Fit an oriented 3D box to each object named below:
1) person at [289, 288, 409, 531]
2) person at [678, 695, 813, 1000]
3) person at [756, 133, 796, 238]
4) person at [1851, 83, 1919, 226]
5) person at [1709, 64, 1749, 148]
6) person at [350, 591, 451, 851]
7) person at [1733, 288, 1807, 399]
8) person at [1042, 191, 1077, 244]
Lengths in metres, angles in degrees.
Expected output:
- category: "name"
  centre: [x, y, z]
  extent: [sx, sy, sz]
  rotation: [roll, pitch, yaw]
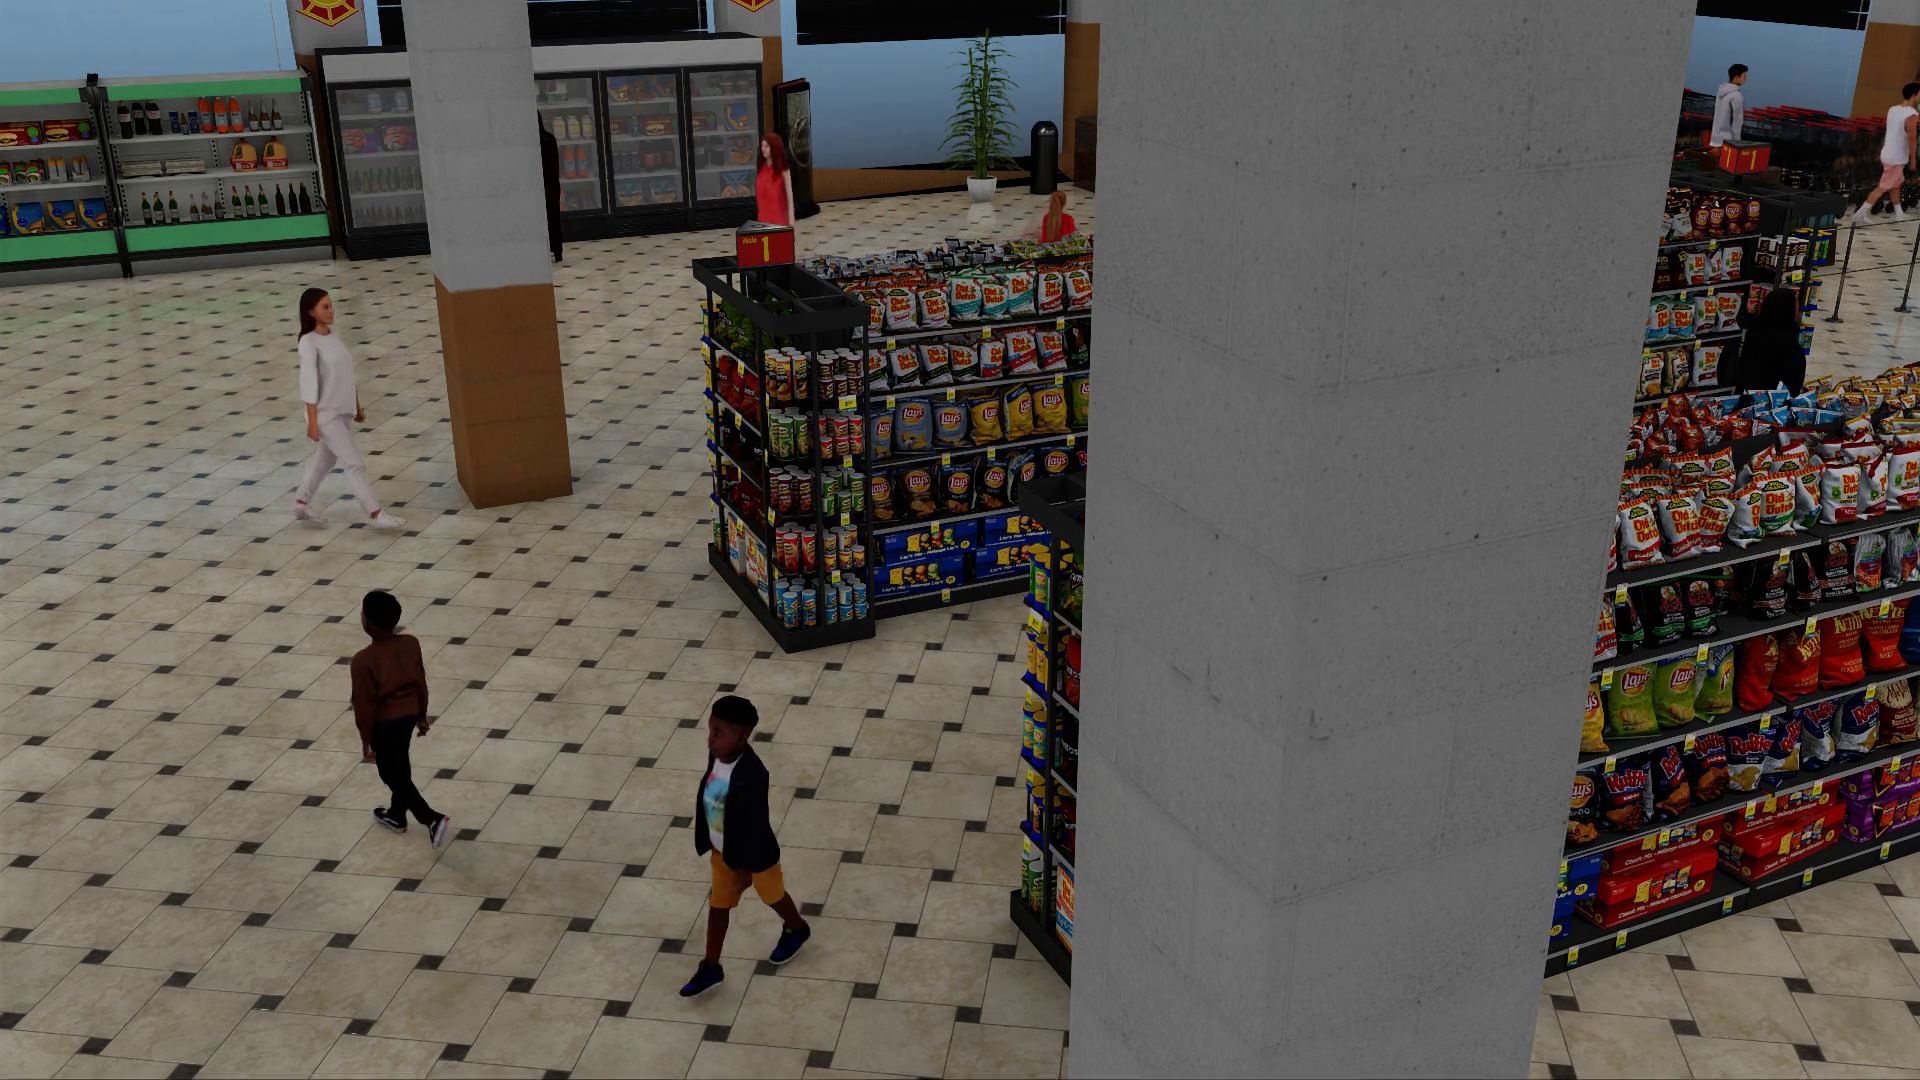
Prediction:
- category: "person"
  centre: [-4.267, -0.838, 11.093]
  extent: [1.157, 1.652, 0.946]
  rotation: [2, 22, 4]
- category: "person"
  centre: [-0.802, 1.184, 6.605]
  extent: [0.742, 1.246, 0.933]
  rotation: [17, 28, 36]
- category: "person"
  centre: [-1.798, -3.143, 16.618]
  extent: [0.867, 1.811, 1.038]
  rotation: [16, 27, 34]
- category: "person"
  centre: [11.583, -4.767, 20.745]
  extent: [1.225, 1.746, 0.948]
  rotation: [-1, 22, -3]
- category: "person"
  centre: [9.871, -5.170, 21.504]
  extent: [0.702, 1.929, 0.749]
  rotation: [-3, 22, -7]
- category: "person"
  centre: [-2.527, 0.827, 7.502]
  extent: [0.822, 1.241, 0.857]
  rotation: [15, 26, 33]
- category: "person"
  centre: [5.464, -0.915, 11.333]
  extent: [0.650, 1.617, 0.665]
  rotation: [-7, 23, -17]
- category: "person"
  centre: [0.974, -2.826, 16.541]
  extent: [0.614, 1.280, 0.670]
  rotation: [10, 24, 23]
